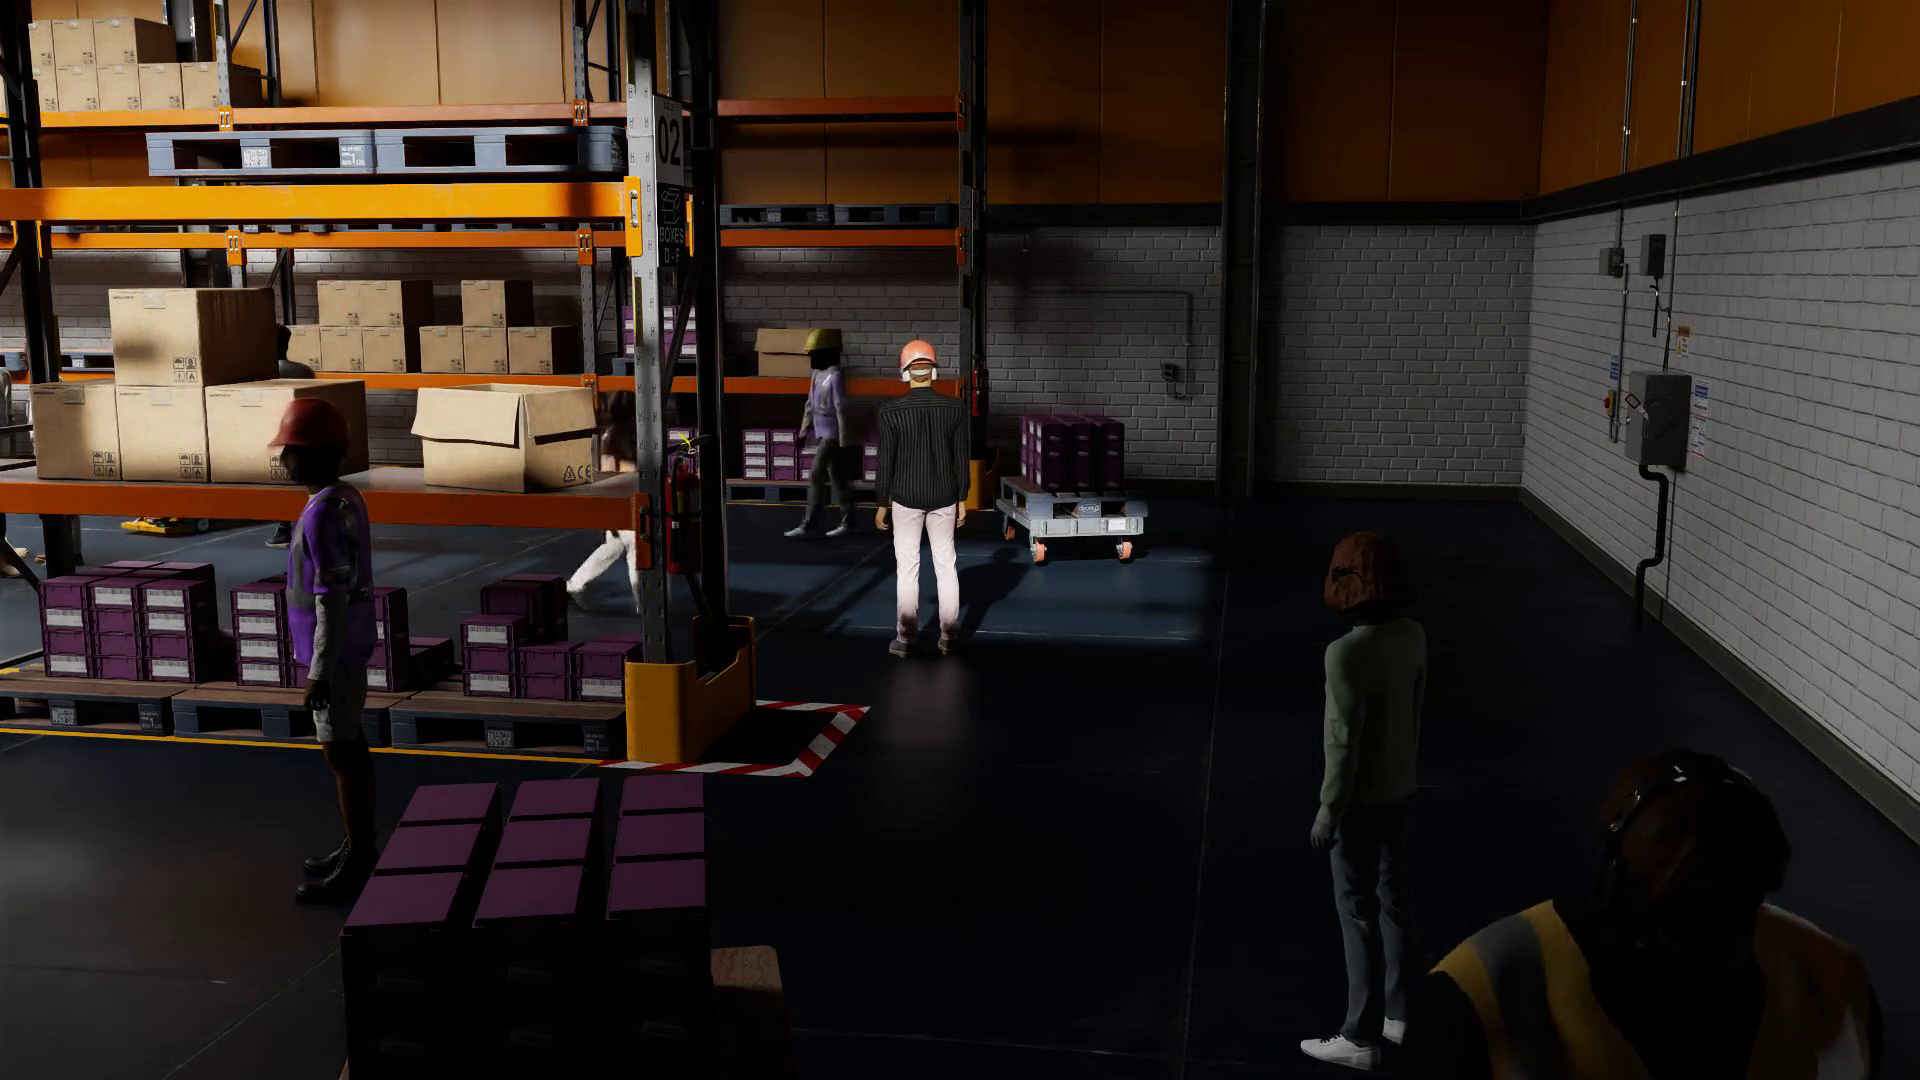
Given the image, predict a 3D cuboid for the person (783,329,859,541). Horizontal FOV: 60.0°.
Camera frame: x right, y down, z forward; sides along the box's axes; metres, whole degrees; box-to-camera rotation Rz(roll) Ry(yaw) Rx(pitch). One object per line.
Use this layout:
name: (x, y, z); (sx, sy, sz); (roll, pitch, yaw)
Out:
person: (-1.291, -0.937, 14.974); (0.884, 1.891, 0.613); (-4, 10, -21)

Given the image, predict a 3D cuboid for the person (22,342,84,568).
person: (-7.420, -0.713, 13.599); (0.358, 1.882, 0.574); (-7, 11, -36)

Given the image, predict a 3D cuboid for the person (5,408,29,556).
person: (-8.209, -0.765, 14.051); (0.627, 1.844, 0.429); (8, 12, 41)

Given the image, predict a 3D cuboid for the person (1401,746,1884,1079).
person: (0.914, 1.142, 2.309); (0.703, 1.819, 0.528); (0, 9, -3)

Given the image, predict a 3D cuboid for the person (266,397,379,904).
person: (-2.427, 0.419, 6.396); (0.351, 1.941, 0.545); (-2, 9, -14)

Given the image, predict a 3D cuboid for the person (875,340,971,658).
person: (-0.239, -0.251, 10.412); (0.611, 1.985, 0.393); (-3, 10, -17)

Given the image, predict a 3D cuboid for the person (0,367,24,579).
person: (-7.534, -0.676, 12.871); (0.384, 2.041, 0.615); (3, 10, 19)

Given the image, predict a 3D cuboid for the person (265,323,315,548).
person: (-5.926, -0.917, 14.605); (0.361, 1.963, 0.612); (6, 11, 33)

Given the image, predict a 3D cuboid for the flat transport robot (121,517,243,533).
flat transport robot: (-7.110, -0.264, 15.797); (0.652, 0.197, 1.431); (5, 11, 30)

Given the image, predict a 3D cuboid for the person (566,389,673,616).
person: (-2.437, -0.257, 11.627); (0.767, 1.606, 0.513); (0, 9, 1)

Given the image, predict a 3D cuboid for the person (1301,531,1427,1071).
person: (1.236, 0.786, 5.064); (0.267, 1.632, 0.507); (8, 12, 42)
